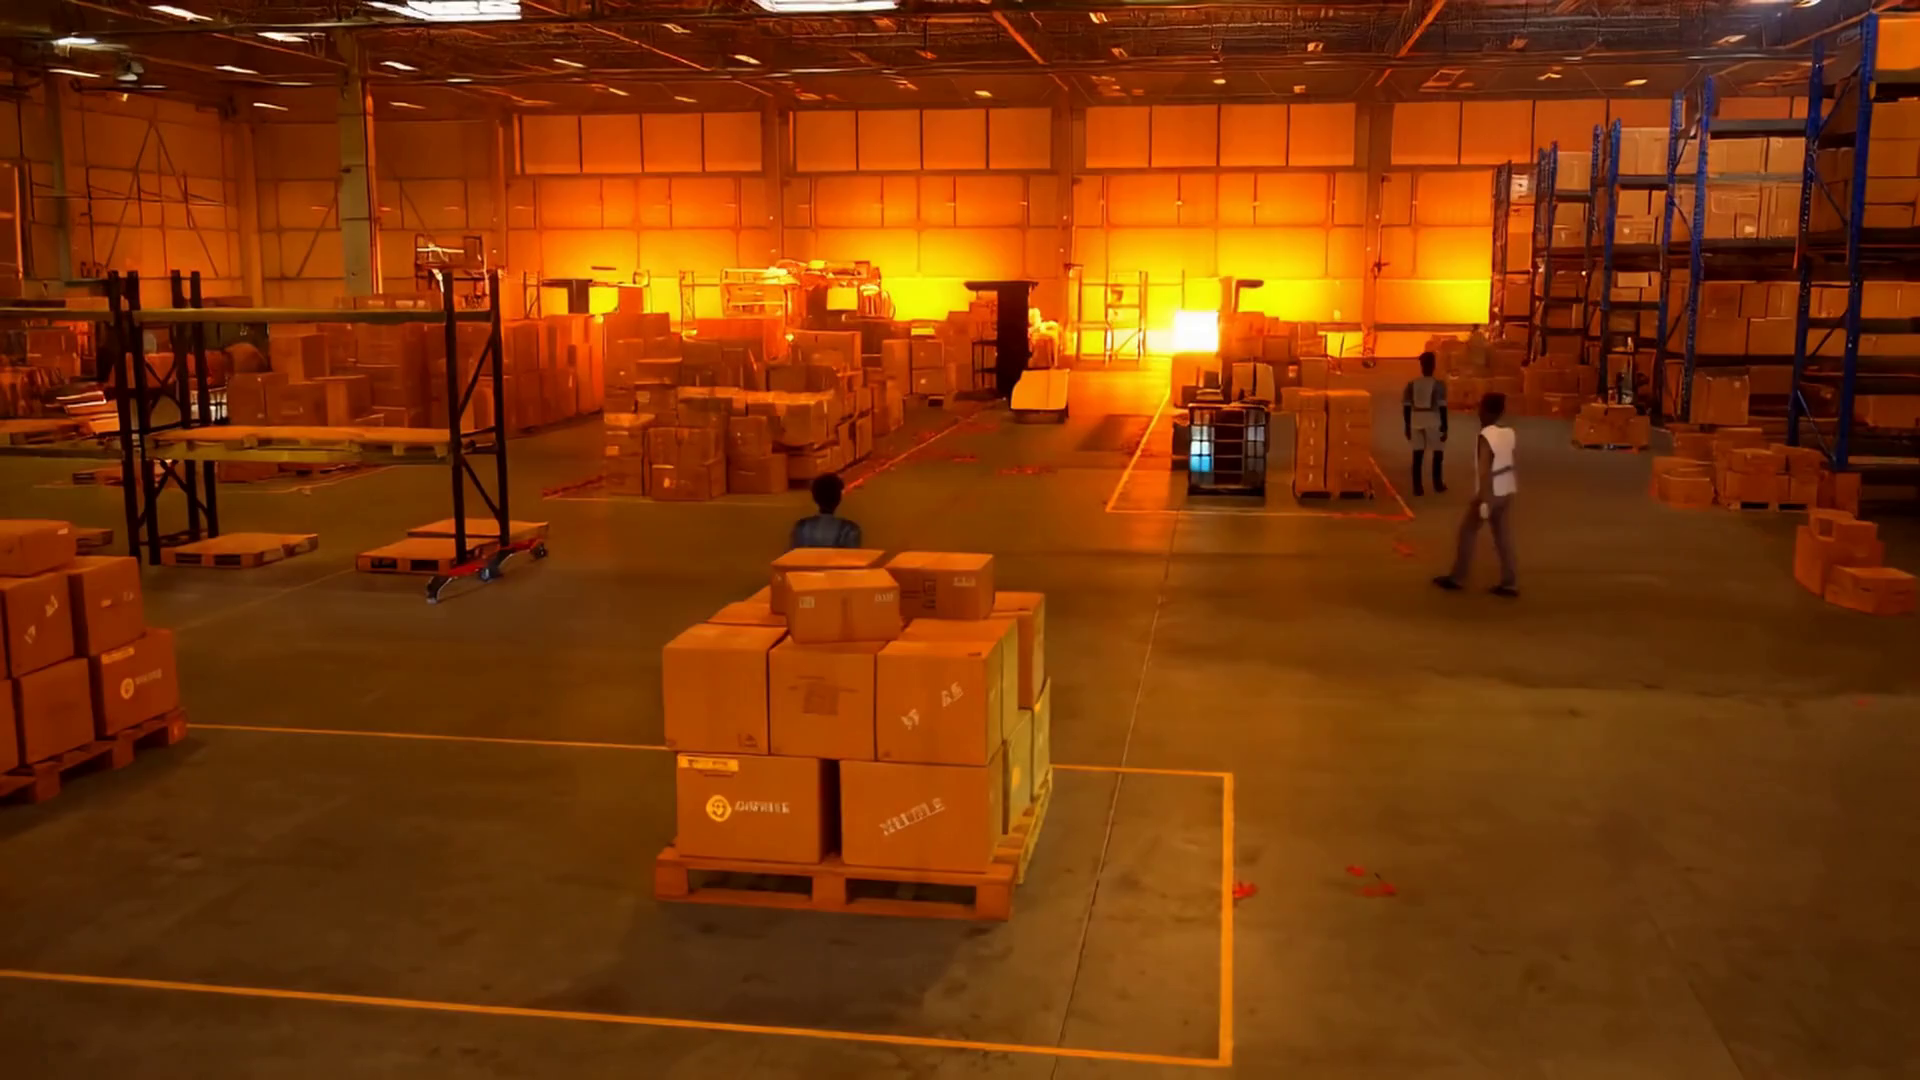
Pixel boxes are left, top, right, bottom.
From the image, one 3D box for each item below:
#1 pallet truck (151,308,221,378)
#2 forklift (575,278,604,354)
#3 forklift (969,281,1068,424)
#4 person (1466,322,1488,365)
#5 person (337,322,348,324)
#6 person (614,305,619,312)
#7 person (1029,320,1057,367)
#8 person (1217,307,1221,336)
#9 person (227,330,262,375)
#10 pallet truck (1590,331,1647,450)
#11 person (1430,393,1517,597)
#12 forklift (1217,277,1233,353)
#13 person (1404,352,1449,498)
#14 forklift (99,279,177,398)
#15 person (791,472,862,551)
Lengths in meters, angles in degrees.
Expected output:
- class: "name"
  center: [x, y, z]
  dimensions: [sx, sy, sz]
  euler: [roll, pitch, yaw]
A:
- class: "pallet truck"
  center: [-21.869, -5.598, 47.154]
  dimensions: [0.823, 1.965, 1.885]
  euler: [4, 10, 26]
- class: "forklift"
  center: [-10.230, -5.744, 45.342]
  dimensions: [1.873, 2.768, 1.129]
  euler: [-3, 10, -17]
- class: "forklift"
  center: [1.194, -3.753, 33.059]
  dimensions: [1.873, 2.768, 1.129]
  euler: [1, 9, 9]
- class: "person"
  center: [11.354, -3.856, 36.725]
  dimensions: [0.431, 1.891, 0.676]
  euler: [-2, 9, -10]
- class: "person"
  center: [-18.717, -6.176, 50.901]
  dimensions: [0.636, 1.937, 0.358]
  euler: [1, 9, 9]
- class: "person"
  center: [-11.223, -6.821, 55.039]
  dimensions: [0.633, 1.883, 0.827]
  euler: [4, 10, 21]
- class: "person"
  center: [1.734, -3.626, 35.001]
  dimensions: [0.623, 1.993, 0.384]
  euler: [1, 9, 9]
- class: "person"
  center: [7.901, -6.148, 50.784]
  dimensions: [0.444, 1.920, 0.649]
  euler: [3, 10, 18]
- class: "person"
  center: [-13.558, -3.021, 31.529]
  dimensions: [0.630, 1.914, 0.873]
  euler: [-1, 9, -8]
- class: "pallet truck"
  center: [11.253, -2.573, 28.499]
  dimensions: [0.823, 1.965, 1.885]
  euler: [5, 10, 27]
- class: "person"
  center: [4.878, -0.433, 15.623]
  dimensions: [0.899, 1.880, 0.629]
  euler: [9, 13, 43]
- class: "forklift"
  center: [7.728, -6.237, 48.378]
  dimensions: [1.873, 2.768, 1.129]
  euler: [1, 9, 9]
- class: "person"
  center: [6.289, -1.544, 22.300]
  dimensions: [0.638, 1.941, 0.774]
  euler: [7, 11, 35]
- class: "forklift"
  center: [-19.606, -4.720, 39.027]
  dimensions: [1.873, 2.768, 1.129]
  euler: [1, 9, 9]
- class: "person"
  center: [-0.929, 0.369, 11.378]
  dimensions: [0.531, 1.669, 0.826]
  euler: [5, 10, 28]
